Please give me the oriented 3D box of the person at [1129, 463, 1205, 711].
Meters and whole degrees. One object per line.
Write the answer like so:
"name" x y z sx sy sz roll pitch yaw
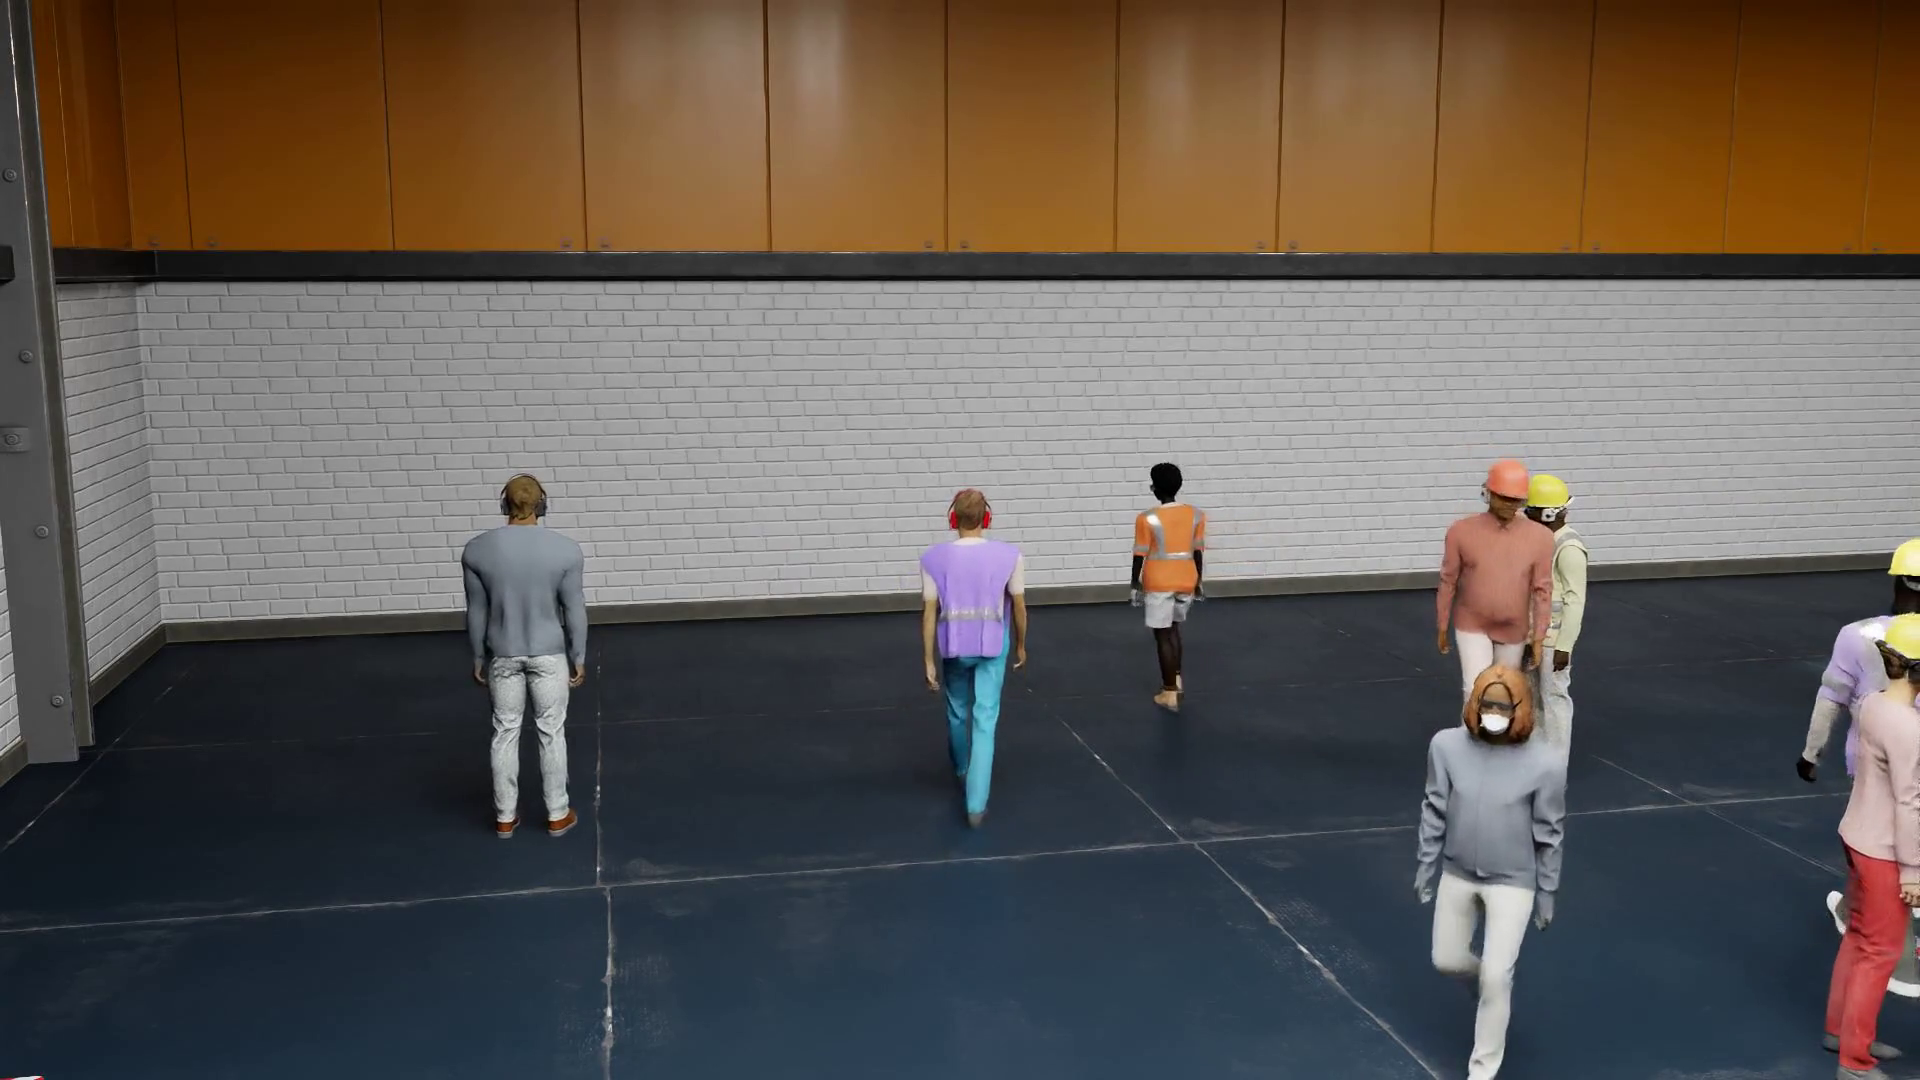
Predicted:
"person" 1.397 0.305 11.372 0.548 1.678 0.513 -4 10 -25

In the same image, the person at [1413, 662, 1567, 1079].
"person" 1.924 1.217 6.014 0.513 1.614 0.618 7 12 36

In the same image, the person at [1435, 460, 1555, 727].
"person" 3.045 0.486 9.539 0.614 1.952 0.944 2 9 11

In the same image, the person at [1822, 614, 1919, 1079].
"person" 3.431 1.138 6.122 0.343 1.760 0.535 3 10 16

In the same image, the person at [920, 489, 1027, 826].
"person" 0.078 0.611 9.230 0.575 1.784 1.001 1 9 6

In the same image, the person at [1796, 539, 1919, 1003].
"person" 3.932 0.926 7.056 0.600 1.872 0.957 0 9 -1

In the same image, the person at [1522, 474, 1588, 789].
"person" 3.363 0.530 9.586 0.403 1.828 0.594 0 9 -3

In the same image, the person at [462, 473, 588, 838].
"person" -2.277 0.617 8.770 0.636 1.933 0.368 -1 9 -5
